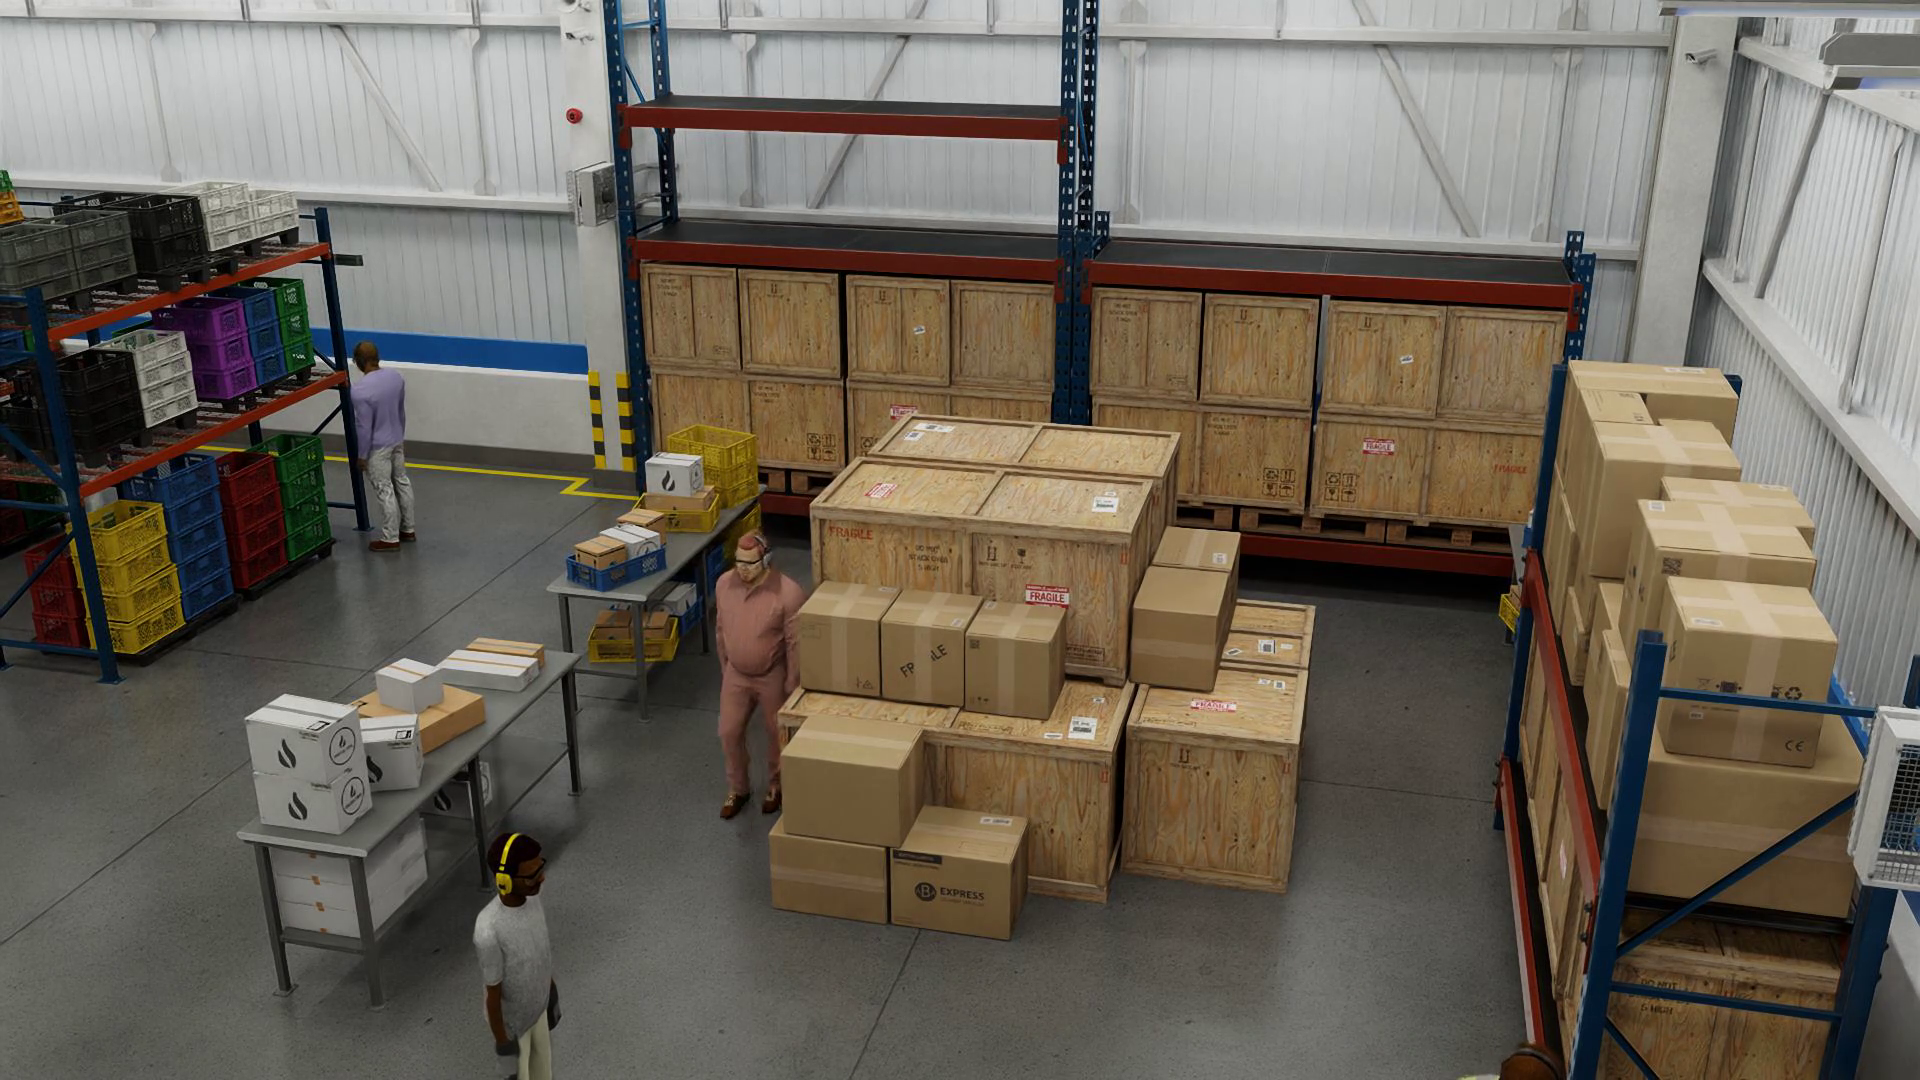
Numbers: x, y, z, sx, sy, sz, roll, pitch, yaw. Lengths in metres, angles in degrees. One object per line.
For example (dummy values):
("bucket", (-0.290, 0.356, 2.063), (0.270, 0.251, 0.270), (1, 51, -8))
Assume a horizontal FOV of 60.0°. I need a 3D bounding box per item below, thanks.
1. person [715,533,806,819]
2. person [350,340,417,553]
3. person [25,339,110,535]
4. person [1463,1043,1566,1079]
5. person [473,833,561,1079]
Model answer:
("person", (-1.295, 0.884, 10.440), (0.663, 1.892, 0.622), (7, 22, 17))
("person", (-5.184, -0.841, 14.898), (0.372, 1.934, 0.627), (7, 22, 18))
("person", (-8.146, -0.939, 15.224), (0.583, 1.879, 0.337), (-4, 21, -11))
("person", (1.981, 2.598, 6.047), (0.430, 1.833, 0.635), (-17, 27, -38))
("person", (-1.903, 2.108, 7.292), (0.328, 1.861, 0.504), (6, 22, 15))
